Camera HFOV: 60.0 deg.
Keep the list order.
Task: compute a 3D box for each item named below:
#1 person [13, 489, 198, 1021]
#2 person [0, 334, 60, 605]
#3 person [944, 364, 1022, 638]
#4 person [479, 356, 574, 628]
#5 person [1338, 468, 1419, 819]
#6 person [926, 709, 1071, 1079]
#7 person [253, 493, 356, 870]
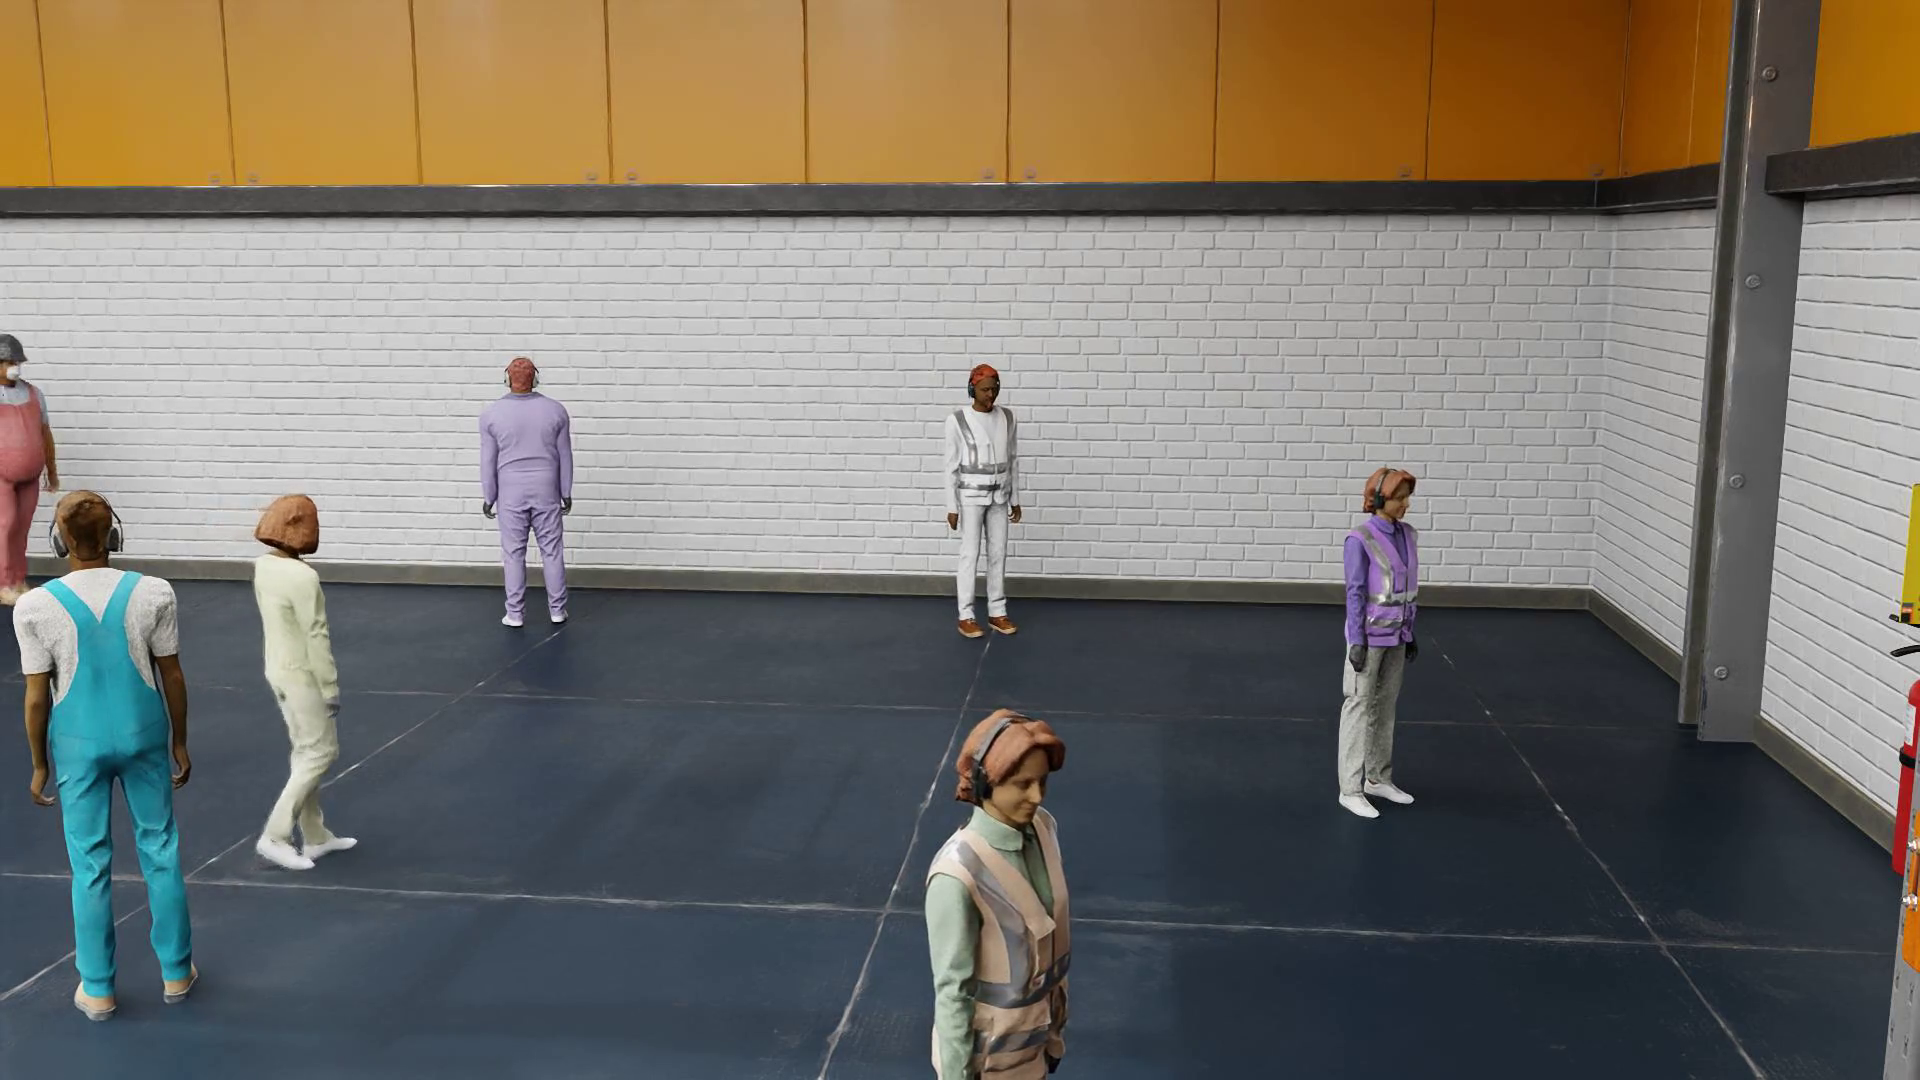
[{"bbox_3d":[-2.939,0.740,5.754,0.504,1.839,0.344,-6,12,-31],"label":"person"},{"bbox_3d":[-7.104,-0.531,12.451,0.656,2.000,0.724,5,11,27],"label":"person"},{"bbox_3d":[0.160,-0.268,11.421,0.583,1.878,0.365,-6,12,-32],"label":"person"},{"bbox_3d":[-3.042,-0.332,11.697,0.640,1.910,0.407,-4,11,-21],"label":"person"},{"bbox_3d":[1.980,0.475,7.849,0.513,1.638,0.298,-9,14,-43],"label":"person"},{"bbox_3d":[0.090,1.183,3.790,0.307,1.638,0.525,5,11,26],"label":"person"},{"bbox_3d":[-2.832,0.611,7.112,0.452,1.625,0.512,-10,14,-44],"label":"person"}]
